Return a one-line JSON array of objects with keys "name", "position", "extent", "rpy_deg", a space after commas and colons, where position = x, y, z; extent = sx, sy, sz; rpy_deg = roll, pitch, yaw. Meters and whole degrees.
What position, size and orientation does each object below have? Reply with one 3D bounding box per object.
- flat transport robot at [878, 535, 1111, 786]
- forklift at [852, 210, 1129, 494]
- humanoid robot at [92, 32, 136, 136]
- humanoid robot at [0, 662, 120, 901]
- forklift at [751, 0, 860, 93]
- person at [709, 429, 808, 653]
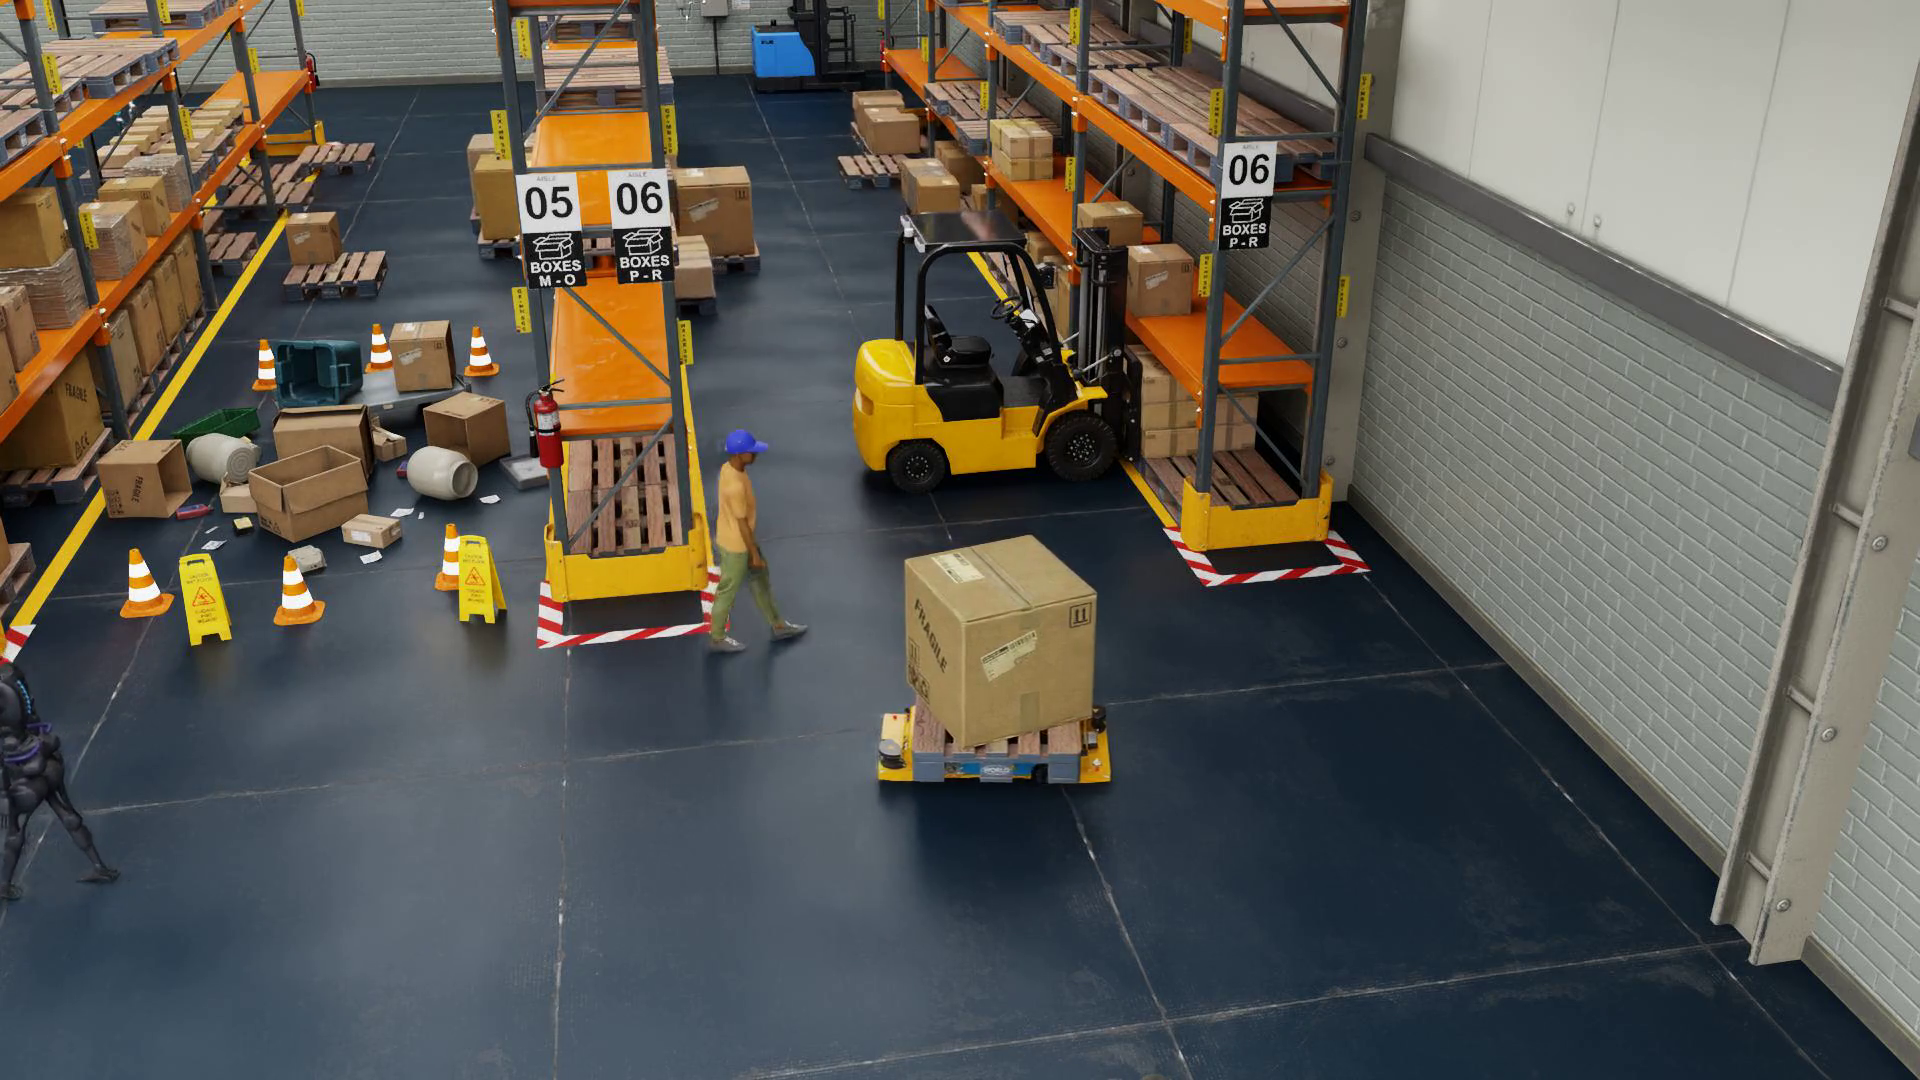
[{"name": "flat transport robot", "position": [0.217, 1.272, 10.480], "extent": [1.431, 0.231, 0.659], "rpy_deg": [1, 26, 1]}, {"name": "forklift", "position": [0.216, -1.659, 14.366], "extent": [2.313, 2.155, 1.214], "rpy_deg": [-5, 26, -10]}, {"name": "humanoid robot", "position": [-13.352, -7.151, 26.392], "extent": [0.531, 1.774, 1.015], "rpy_deg": [-21, 33, -37]}, {"name": "humanoid robot", "position": [-5.106, 1.222, 8.991], "extent": [0.759, 1.620, 0.611], "rpy_deg": [-3, 26, -6]}, {"name": "forklift", "position": [-2.872, -9.679, 30.288], "extent": [1.873, 2.768, 1.129], "rpy_deg": [-5, 26, -10]}, {"name": "person", "position": [-1.410, 0.018, 11.448], "extent": [0.815, 1.677, 0.469], "rpy_deg": [-4, 26, -9]}]
